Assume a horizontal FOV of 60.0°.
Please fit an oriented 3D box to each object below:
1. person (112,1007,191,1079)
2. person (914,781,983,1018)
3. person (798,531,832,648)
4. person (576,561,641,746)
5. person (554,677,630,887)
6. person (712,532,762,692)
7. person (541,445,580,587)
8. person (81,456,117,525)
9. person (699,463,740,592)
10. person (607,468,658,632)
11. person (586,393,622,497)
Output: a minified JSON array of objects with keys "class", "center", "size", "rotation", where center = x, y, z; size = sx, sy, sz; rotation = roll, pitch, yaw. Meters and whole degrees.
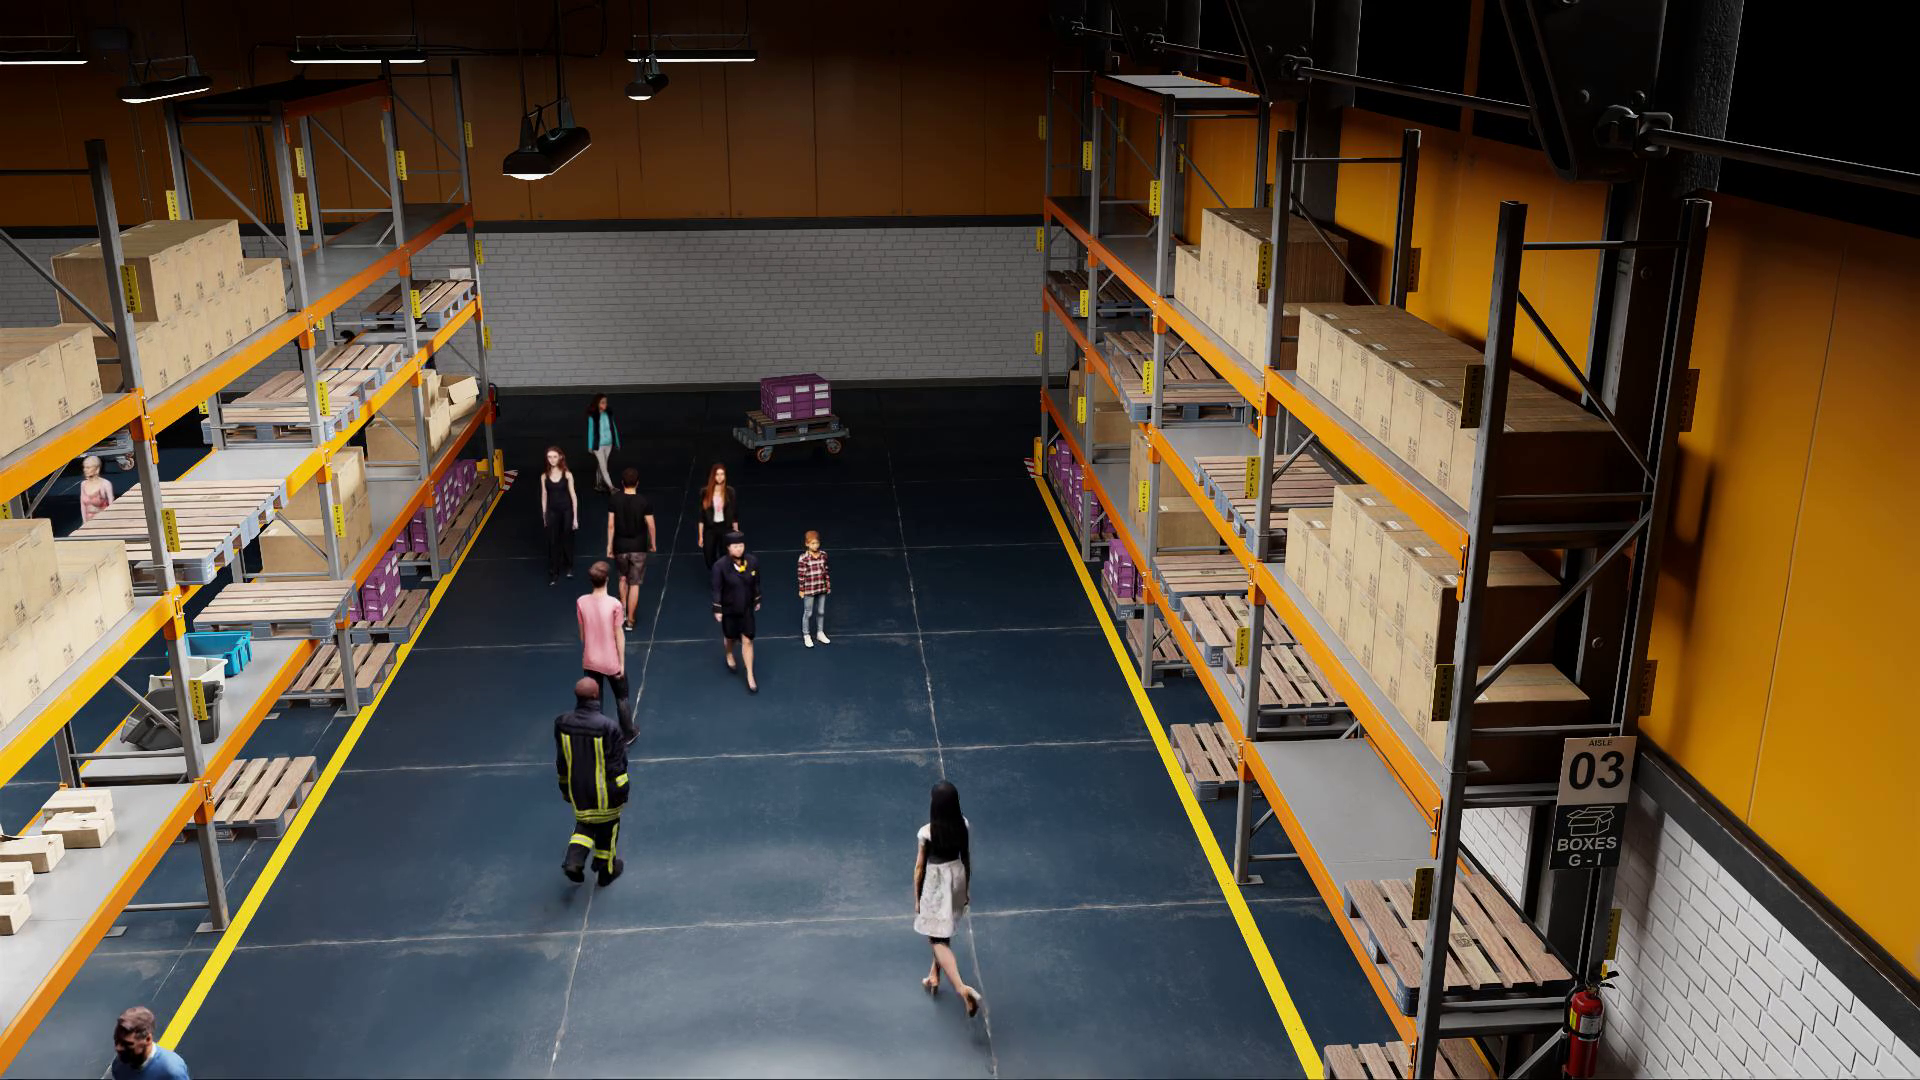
[{"class":"person","center":[-4.373,3.338,9.191],"size":[0.733,1.810,0.722],"rotation":[5,19,16]},{"class":"person","center":[-0.082,2.541,11.649],"size":[0.863,1.751,1.139],"rotation":[-9,21,-26]},{"class":"person","center":[-1.609,0.517,18.354],"size":[0.618,1.306,0.642],"rotation":[-11,21,-29]},{"class":"person","center":[-3.340,1.188,15.391],"size":[0.760,1.927,1.067],"rotation":[1,19,4]},{"class":"person","center":[-2.949,1.963,13.272],"size":[0.943,1.810,1.063],"rotation":[6,20,17]},{"class":"person","center":[-2.339,0.700,17.301],"size":[0.911,1.633,1.150],"rotation":[-8,20,-21]},{"class":"person","center":[-4.843,-0.341,20.268],"size":[0.630,1.711,1.012],"rotation":[-3,19,-10]},{"class":"person","center":[-10.217,-0.177,19.811],"size":[0.635,1.691,0.622],"rotation":[2,19,6]},{"class":"person","center":[-2.843,-0.101,19.570],"size":[0.652,1.702,0.825],"rotation":[-3,19,-9]},{"class":"person","center":[-3.719,0.133,18.664],"size":[0.731,1.837,0.832],"rotation":[0,19,0]},{"class":"person","center":[-5.148,-1.369,23.704],"size":[1.006,1.467,0.939],"rotation":[16,24,39]}]
